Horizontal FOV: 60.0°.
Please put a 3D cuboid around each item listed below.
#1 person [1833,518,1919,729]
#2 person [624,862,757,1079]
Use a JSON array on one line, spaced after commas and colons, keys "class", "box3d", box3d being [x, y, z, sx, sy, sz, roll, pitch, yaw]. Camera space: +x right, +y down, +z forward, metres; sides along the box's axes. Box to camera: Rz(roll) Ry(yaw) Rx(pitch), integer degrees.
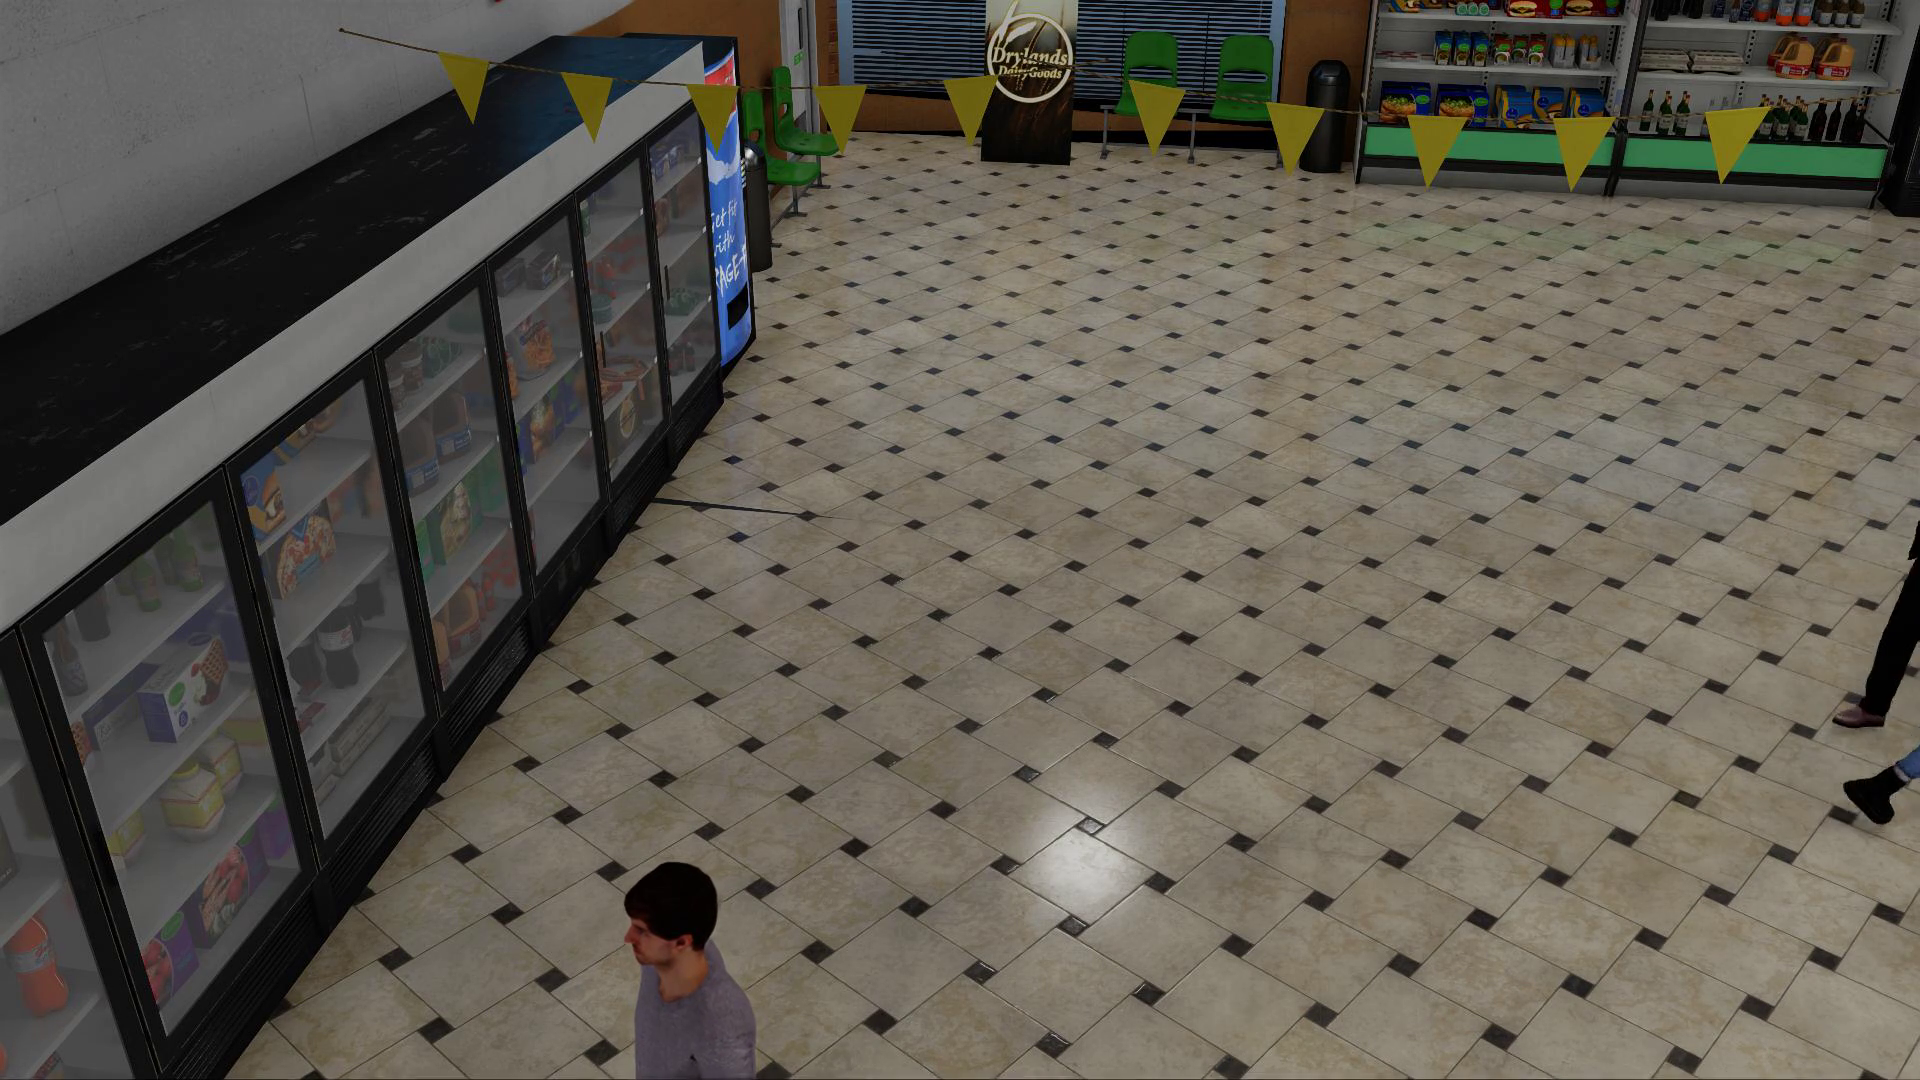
[{"class": "person", "box3d": [4.414, 0.172, 7.209, 1.198, 1.577, 0.954, -7, 29, -13]}, {"class": "person", "box3d": [-0.675, 1.582, 4.346, 0.772, 1.844, 0.729, -16, 33, -27]}]
